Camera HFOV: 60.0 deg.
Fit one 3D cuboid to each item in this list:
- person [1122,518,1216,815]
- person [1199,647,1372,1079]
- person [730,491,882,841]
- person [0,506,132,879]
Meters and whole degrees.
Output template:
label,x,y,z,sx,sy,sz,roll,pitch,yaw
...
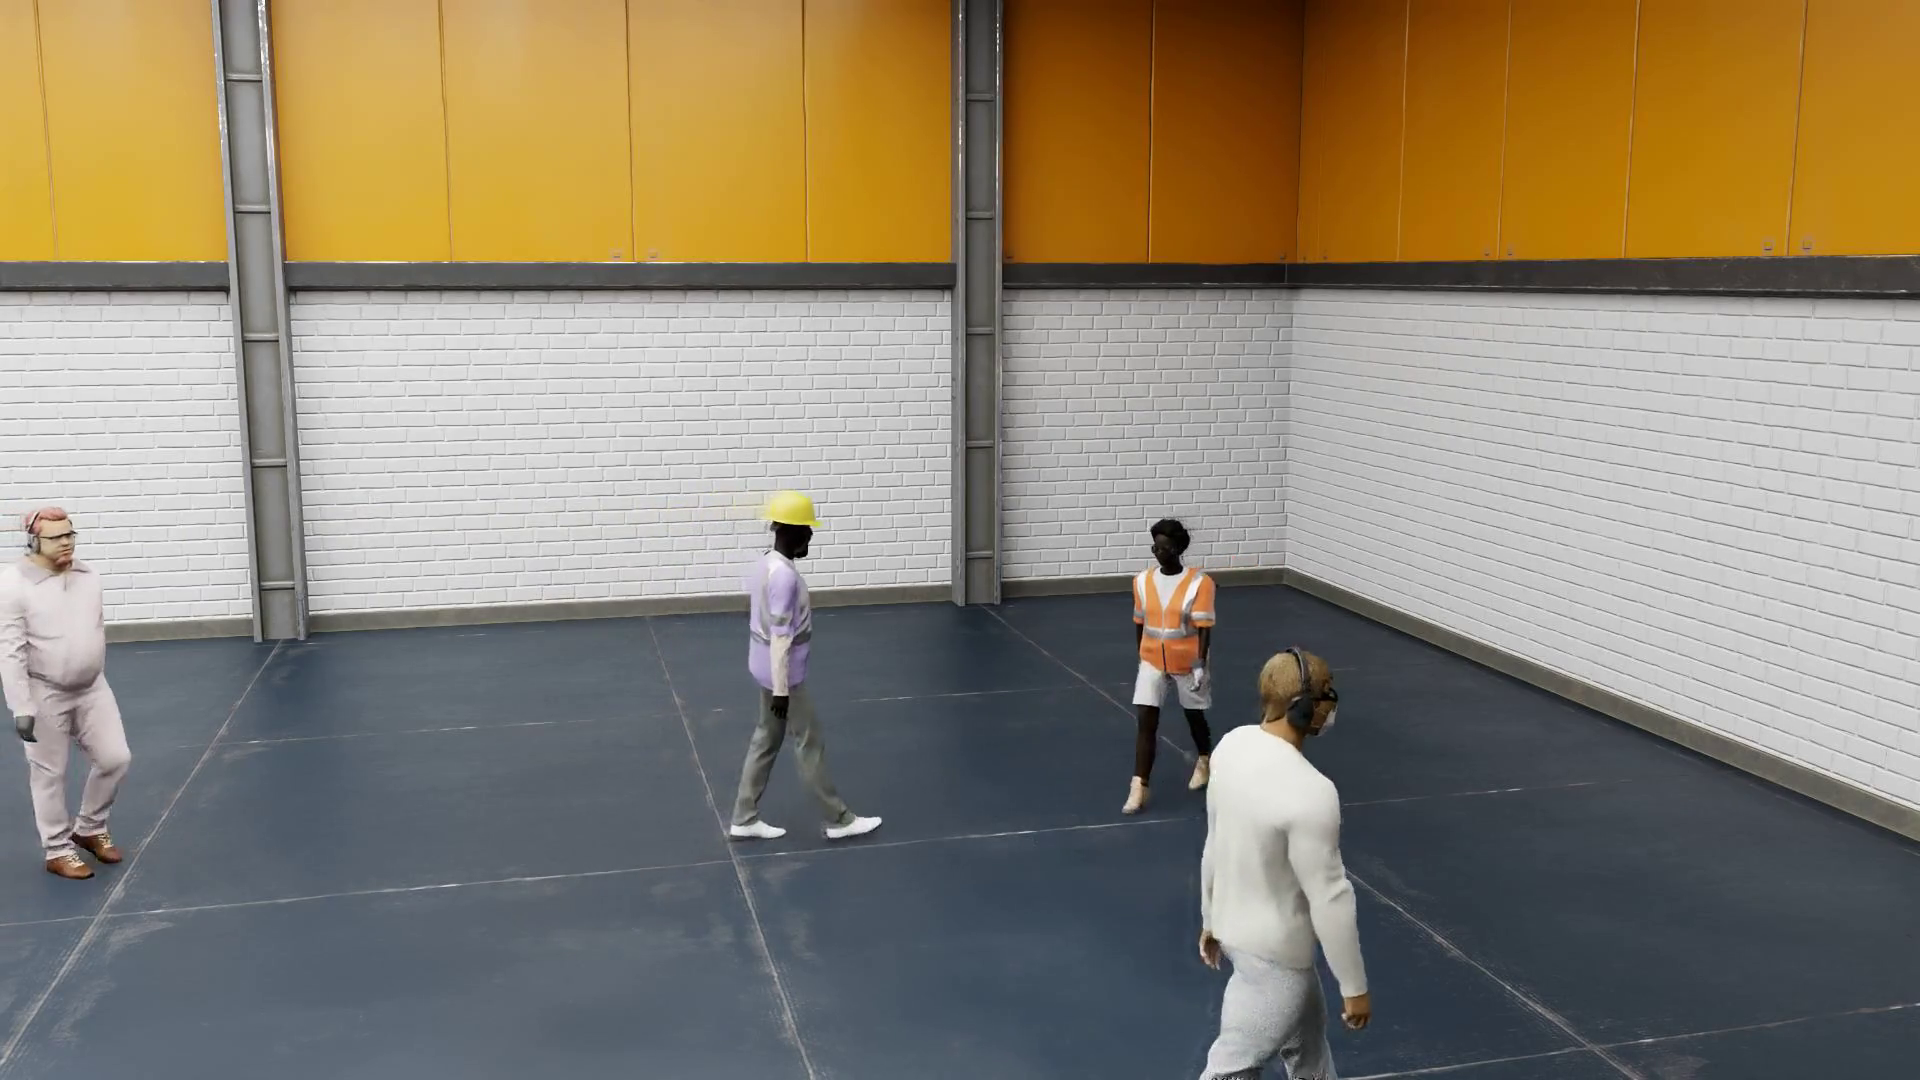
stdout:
label,x,y,z,sx,sy,sz,roll,pitch,yaw
person,1.227,0.688,9.537,0.528,1.655,0.864,5,10,28
person,1.069,1.265,5.217,1.019,1.882,0.658,-2,9,-12
person,-0.865,0.681,8.851,0.816,1.887,0.610,-3,9,-16
person,-4.471,0.773,8.290,0.446,1.891,0.646,5,10,27
